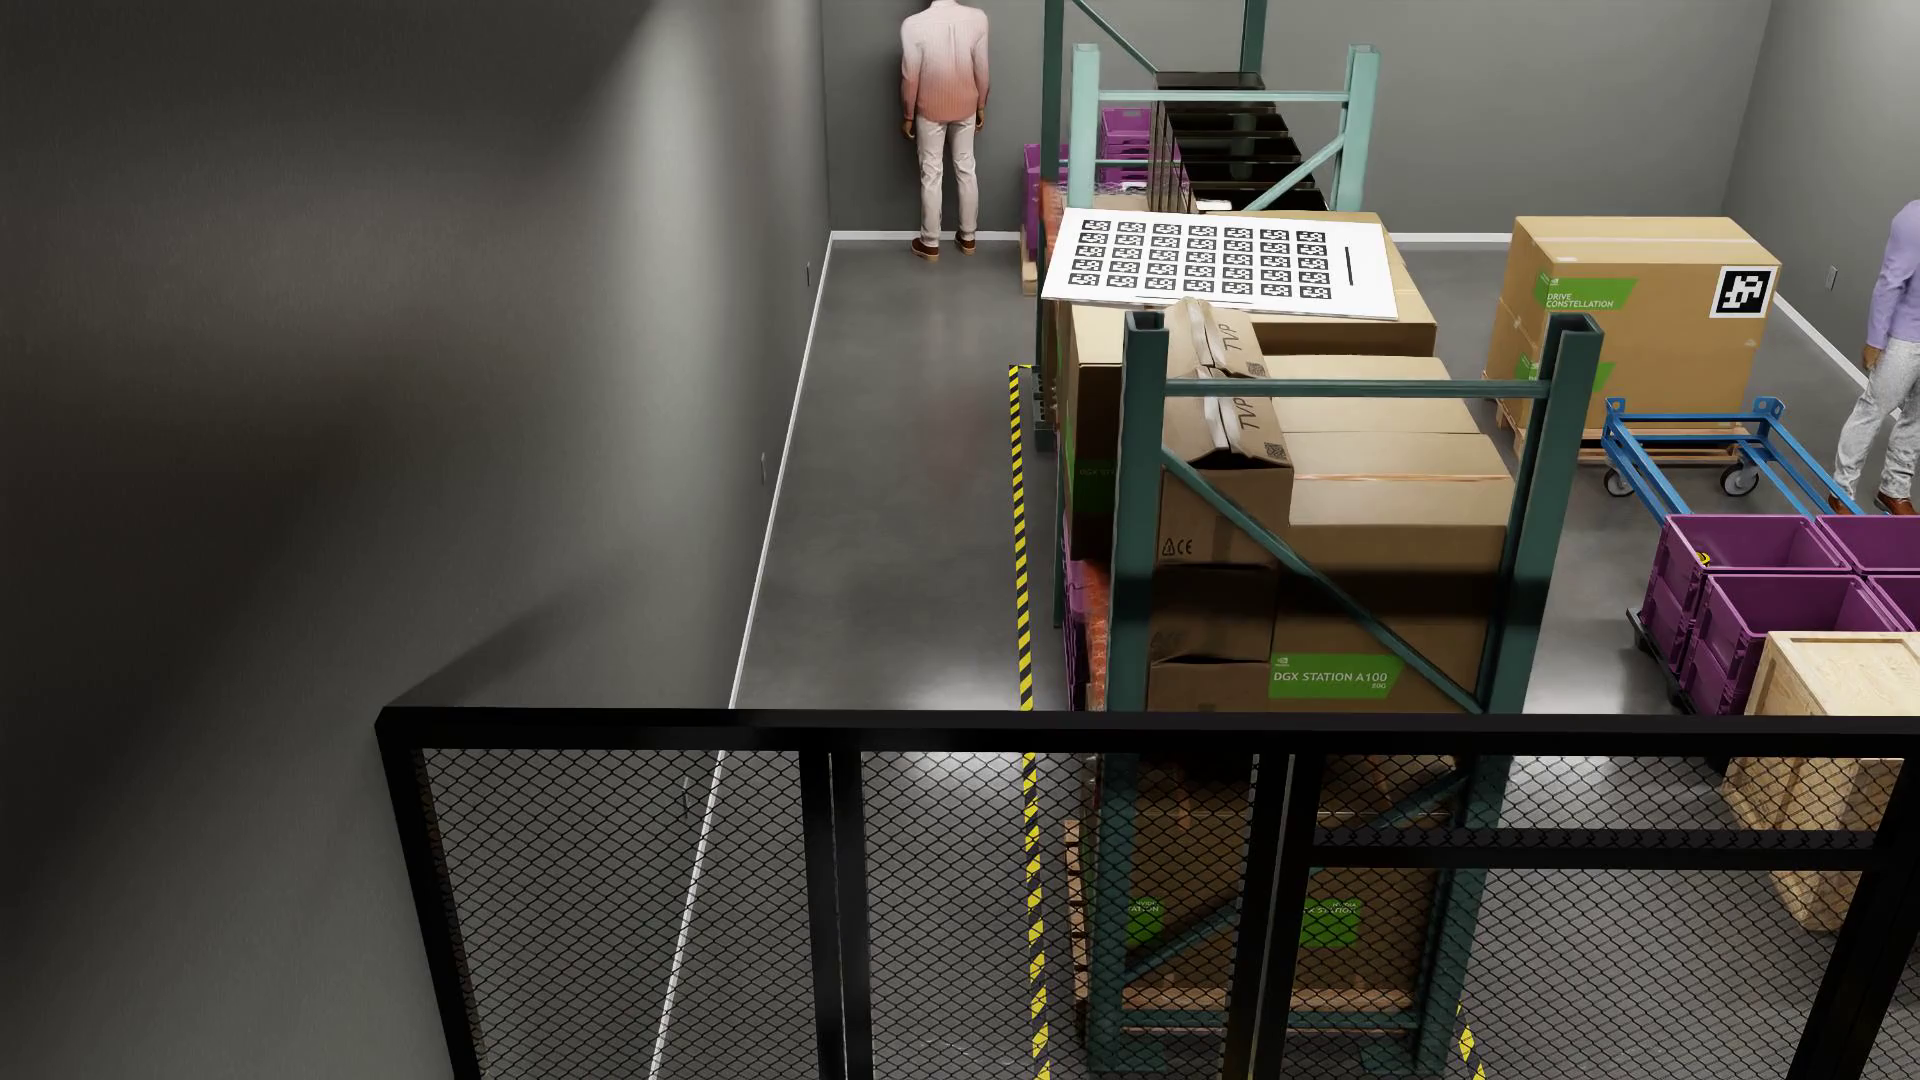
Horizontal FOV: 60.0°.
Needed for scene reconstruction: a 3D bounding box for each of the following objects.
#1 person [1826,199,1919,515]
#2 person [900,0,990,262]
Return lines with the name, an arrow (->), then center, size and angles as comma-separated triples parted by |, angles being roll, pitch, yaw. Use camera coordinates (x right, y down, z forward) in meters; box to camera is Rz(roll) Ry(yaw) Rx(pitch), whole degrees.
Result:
person -> 4.538, -0.944, 7.782 | 0.627, 1.940, 0.370 | -1, 31, -1
person -> -0.102, -2.810, 10.829 | 0.612, 1.995, 0.376 | -13, 33, -20
